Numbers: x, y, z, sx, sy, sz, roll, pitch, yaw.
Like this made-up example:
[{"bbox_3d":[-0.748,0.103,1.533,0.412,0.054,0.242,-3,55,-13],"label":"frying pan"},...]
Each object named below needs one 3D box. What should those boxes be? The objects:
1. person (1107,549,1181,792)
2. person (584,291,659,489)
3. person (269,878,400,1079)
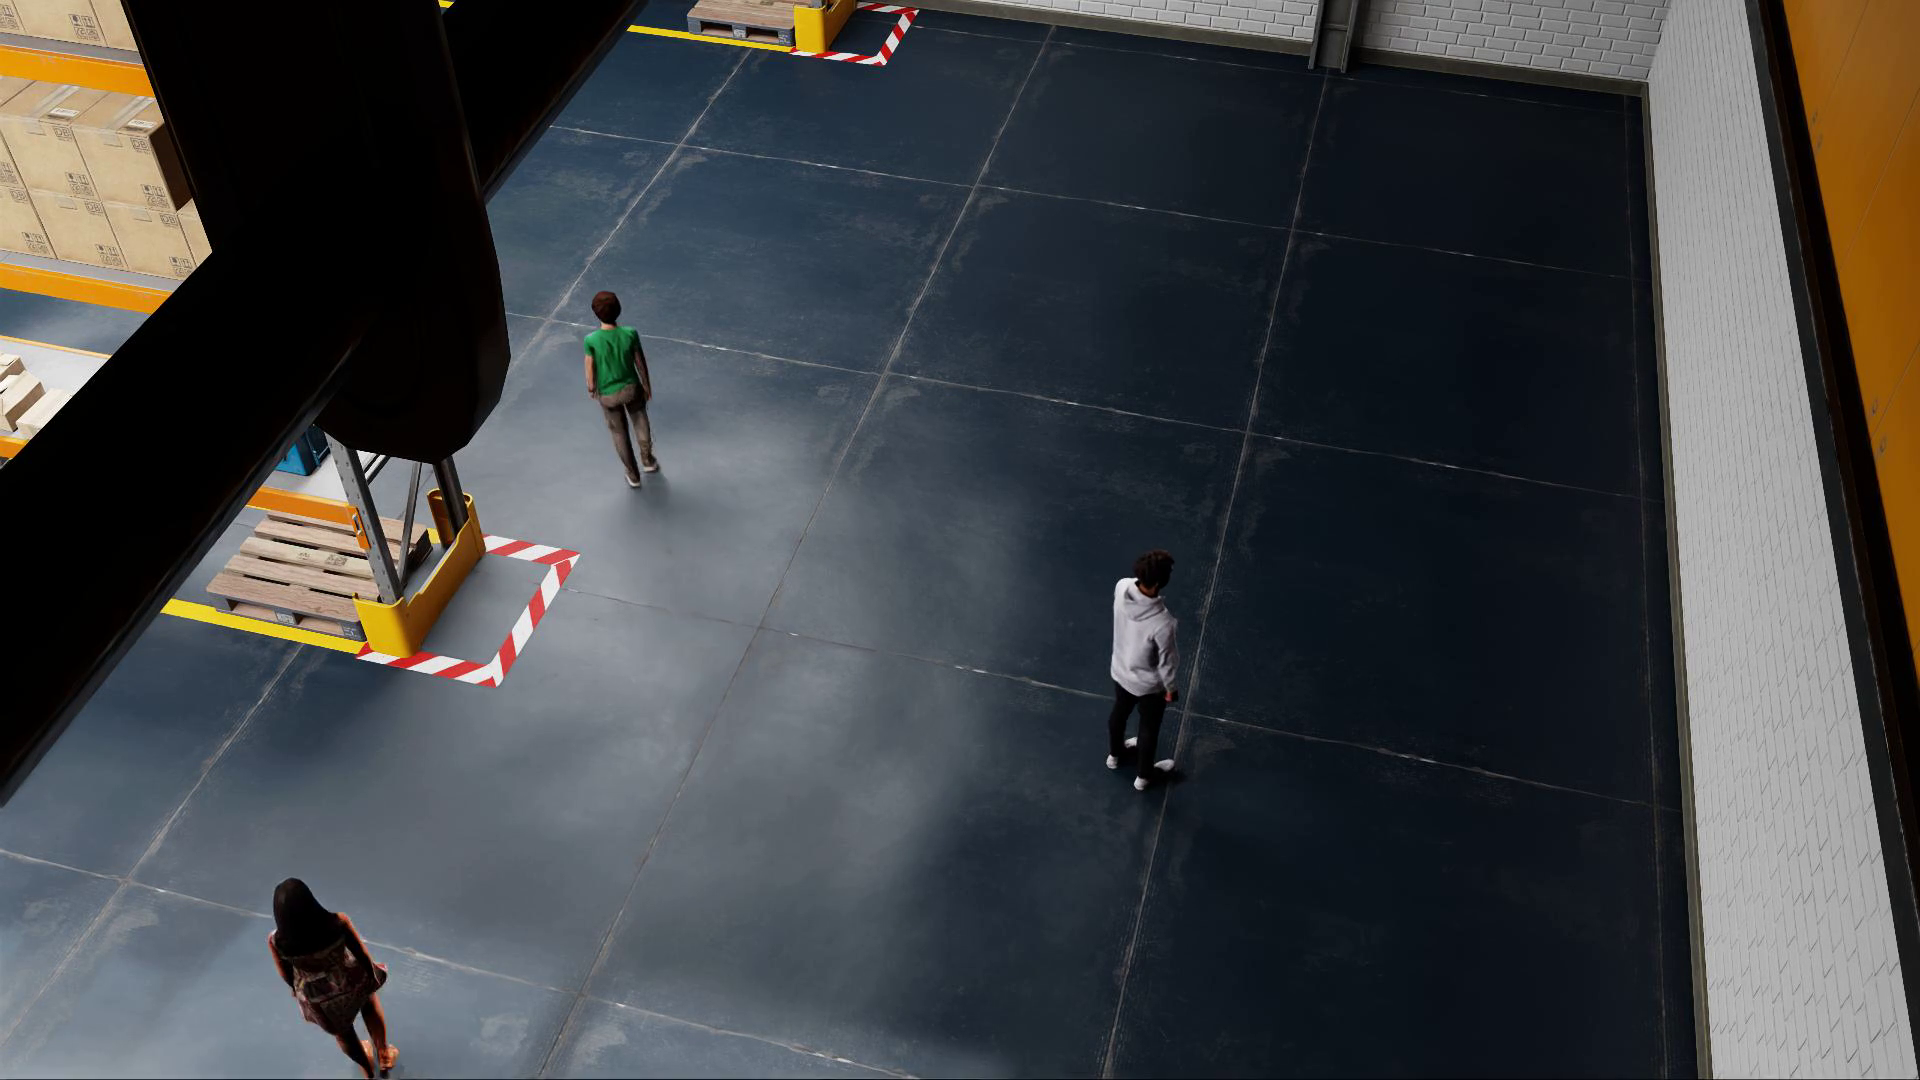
[{"bbox_3d":[1.058,0.778,10.062,0.877,1.926,0.800,-27,50,-26],"label":"person"},{"bbox_3d":[-2.470,-1.043,12.178,0.697,1.643,0.768,-17,46,-17],"label":"person"},{"bbox_3d":[-3.235,2.358,8.615,0.804,1.635,0.864,-19,47,-19],"label":"person"}]
